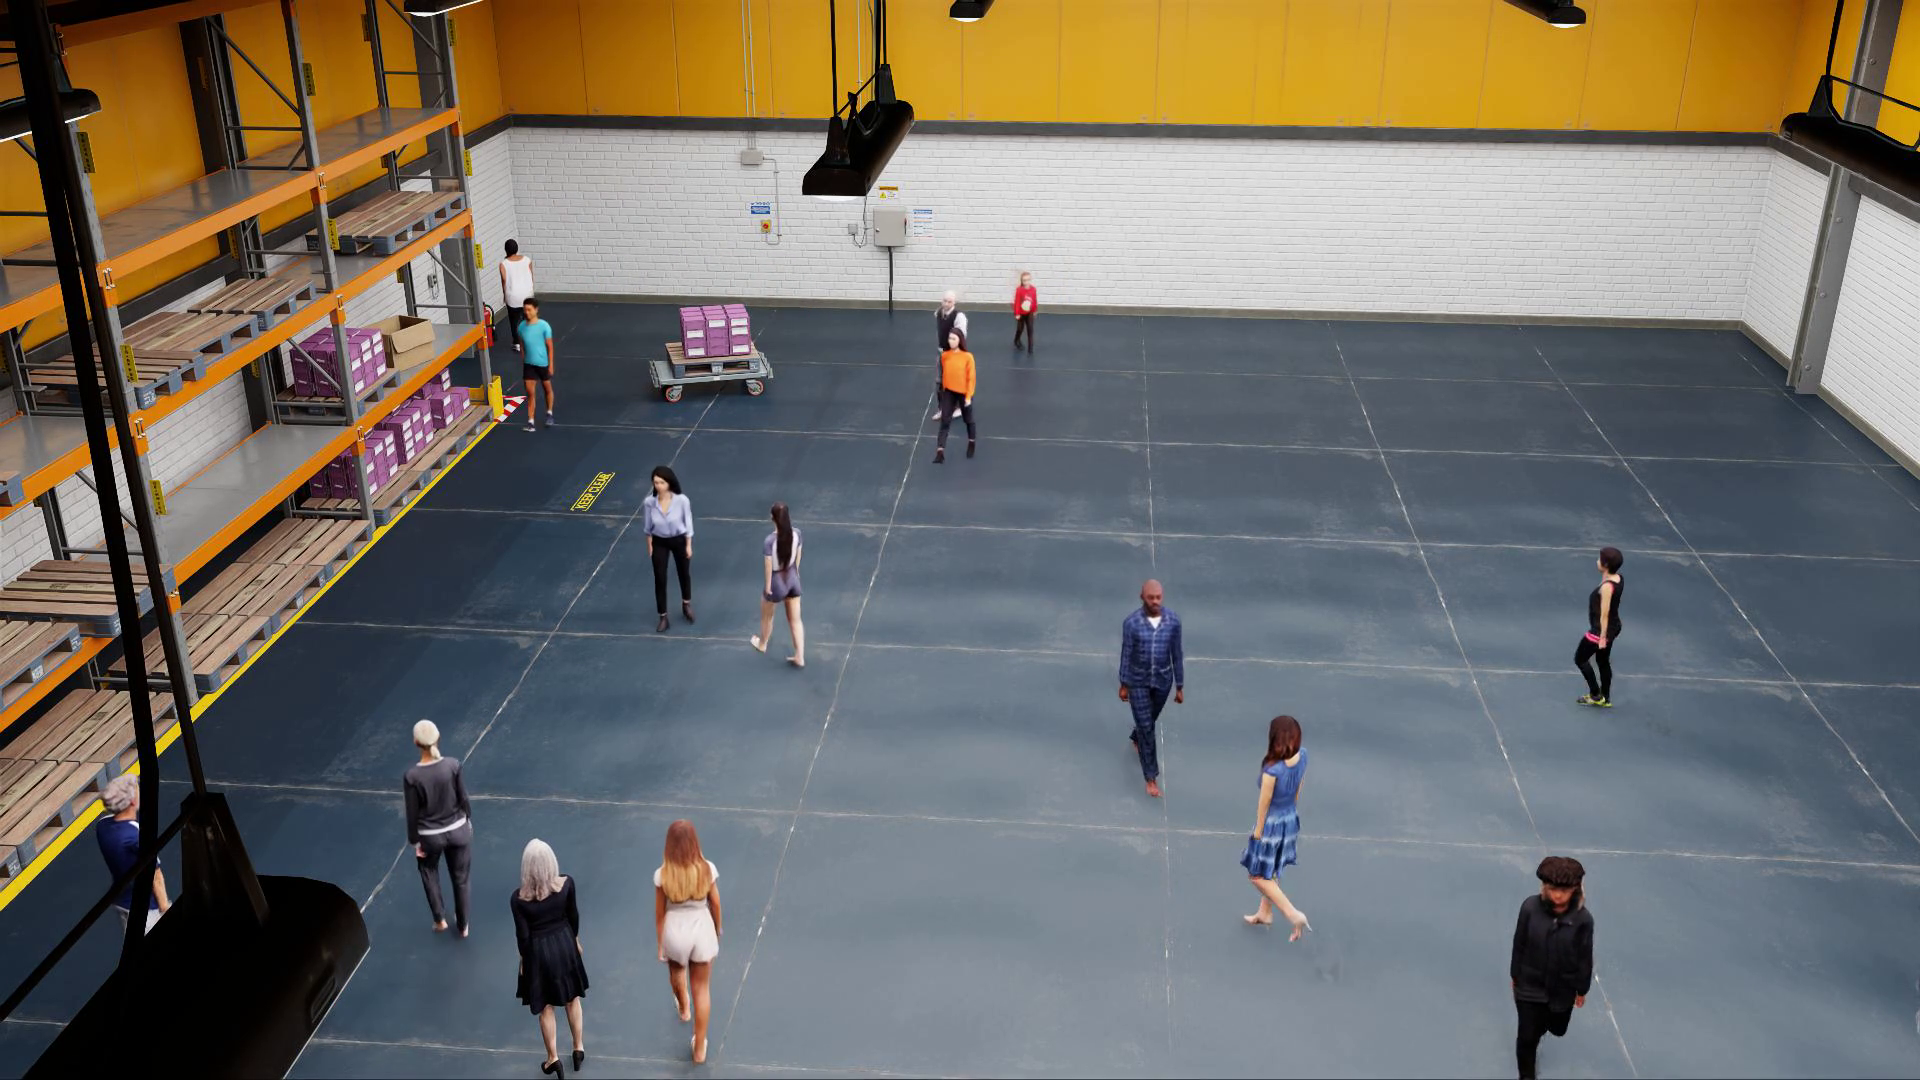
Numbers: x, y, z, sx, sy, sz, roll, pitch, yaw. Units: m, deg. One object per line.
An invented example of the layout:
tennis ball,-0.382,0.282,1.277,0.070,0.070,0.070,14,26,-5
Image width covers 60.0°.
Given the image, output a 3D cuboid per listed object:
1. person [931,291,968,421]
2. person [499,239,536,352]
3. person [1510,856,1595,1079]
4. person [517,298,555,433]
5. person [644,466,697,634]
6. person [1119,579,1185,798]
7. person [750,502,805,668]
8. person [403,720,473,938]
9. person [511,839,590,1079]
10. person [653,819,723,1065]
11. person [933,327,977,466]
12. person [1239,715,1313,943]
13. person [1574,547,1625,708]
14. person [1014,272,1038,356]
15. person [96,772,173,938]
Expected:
person,-0.070,-2.463,22.083,1.046,1.783,0.954,-21,31,-40
person,-6.662,-3.706,25.047,0.764,1.687,0.796,-13,27,-27
person,3.645,2.693,10.329,0.729,1.749,1.135,6,24,14
person,-5.494,-2.326,21.815,0.654,1.747,0.994,2,24,5
person,-2.839,0.039,16.435,0.712,1.722,0.847,-4,24,-9
person,1.560,1.137,13.859,0.911,1.773,1.238,-5,24,-10
person,-1.611,0.453,15.612,0.934,1.623,1.009,-18,29,-35
person,-3.645,2.092,11.747,0.711,1.715,0.733,-10,26,-22
person,-2.579,2.629,10.478,0.697,1.747,0.741,-15,28,-30
person,-1.735,2.607,10.634,0.745,1.662,0.983,-4,24,-10
person,0.032,-1.804,20.670,0.889,1.706,1.191,10,26,22
person,2.270,2.081,11.681,0.960,1.788,0.919,20,31,38
person,5.832,0.821,14.877,0.744,1.536,0.660,18,29,35
person,0.968,-3.402,24.900,0.735,1.247,0.996,-8,25,-18
person,-5.402,2.369,10.963,0.709,1.836,0.685,11,26,23
